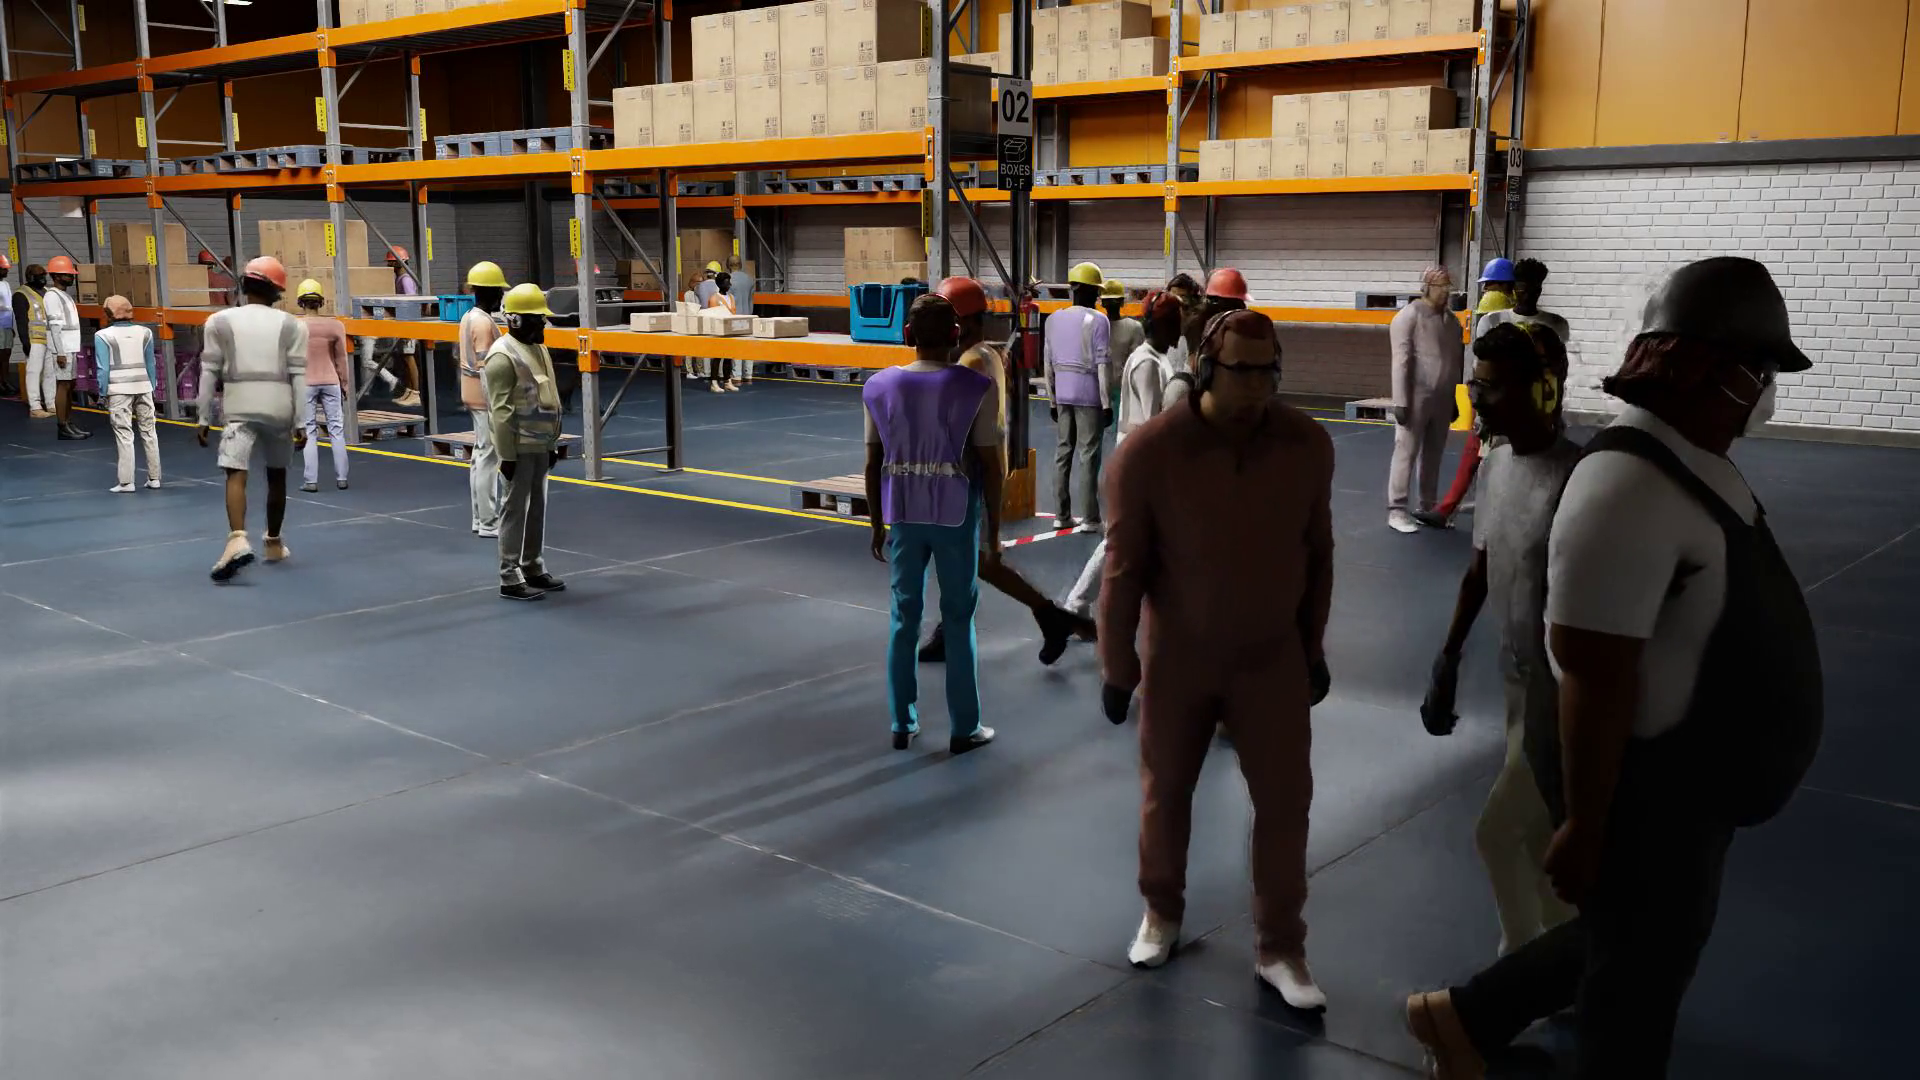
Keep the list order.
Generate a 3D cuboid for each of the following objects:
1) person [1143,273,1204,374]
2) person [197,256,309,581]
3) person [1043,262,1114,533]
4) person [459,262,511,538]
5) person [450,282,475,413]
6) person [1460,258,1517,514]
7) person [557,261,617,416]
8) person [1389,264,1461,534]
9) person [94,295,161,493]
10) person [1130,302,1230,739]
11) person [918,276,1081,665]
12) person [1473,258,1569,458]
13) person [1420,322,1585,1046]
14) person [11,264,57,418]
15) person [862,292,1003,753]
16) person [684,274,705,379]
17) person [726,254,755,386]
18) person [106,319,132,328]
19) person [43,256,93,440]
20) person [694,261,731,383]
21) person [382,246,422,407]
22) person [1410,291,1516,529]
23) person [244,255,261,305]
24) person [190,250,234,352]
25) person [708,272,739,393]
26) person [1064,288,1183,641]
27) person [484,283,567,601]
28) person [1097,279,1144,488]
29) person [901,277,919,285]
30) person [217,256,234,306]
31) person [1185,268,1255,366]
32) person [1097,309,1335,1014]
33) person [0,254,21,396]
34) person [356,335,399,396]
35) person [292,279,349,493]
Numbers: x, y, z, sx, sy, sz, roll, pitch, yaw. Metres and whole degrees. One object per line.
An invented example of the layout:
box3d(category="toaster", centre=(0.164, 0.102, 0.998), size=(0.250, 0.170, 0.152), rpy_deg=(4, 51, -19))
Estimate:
box3d(category="person", centre=(1.374, -0.716, 10.345), size=(0.523, 1.870, 0.317), rpy_deg=(1, 10, 4))
box3d(category="person", centre=(-4.373, -0.769, 10.345), size=(0.684, 1.983, 0.971), rpy_deg=(-4, 11, -22))
box3d(category="person", centre=(0.864, -1.008, 11.870), size=(0.584, 1.919, 0.382), rpy_deg=(9, 14, 43))
box3d(category="person", centre=(-3.298, -0.975, 11.660), size=(0.371, 1.924, 0.594), rpy_deg=(-4, 11, -23))
box3d(category="person", centre=(-5.983, -2.327, 20.243), size=(0.533, 1.604, 0.714), rpy_deg=(-7, 12, -36))
box3d(category="person", centre=(4.012, -1.120, 12.420), size=(0.392, 1.946, 0.616), rpy_deg=(0, 10, 0))
box3d(category="person", centre=(-4.540, -2.439, 20.029), size=(0.712, 1.917, 0.551), rpy_deg=(1, 10, 7))
box3d(category="person", centre=(3.349, -1.005, 11.890), size=(0.651, 1.906, 0.402), rpy_deg=(-7, 12, -34))
box3d(category="person", centre=(-6.893, -1.204, 13.780), size=(0.310, 1.640, 0.514), rpy_deg=(6, 12, 31))
box3d(category="person", centre=(1.034, -0.086, 6.984), size=(0.713, 1.800, 0.505), rpy_deg=(3, 11, 19))
box3d(category="person", centre=(0.143, -0.306, 7.947), size=(0.812, 1.904, 0.535), rpy_deg=(1, 10, 3))
box3d(category="person", centre=(3.639, -0.844, 10.822), size=(0.607, 1.957, 0.392), rpy_deg=(0, 10, 2))
box3d(category="person", centre=(1.416, 0.382, 4.182), size=(0.675, 1.838, 0.602), rpy_deg=(-2, 10, -14))
box3d(category="person", centre=(-11.023, -2.386, 19.960), size=(0.429, 1.837, 0.628), rpy_deg=(2, 10, 9))
box3d(category="person", centre=(-0.108, -0.059, 6.657), size=(0.569, 1.849, 0.384), rpy_deg=(3, 10, 16))
box3d(category="person", centre=(-4.095, -3.320, 25.865), size=(0.277, 1.629, 0.496), rpy_deg=(7, 12, 35))
box3d(category="person", centre=(-3.289, -3.240, 24.526), size=(0.379, 1.937, 0.629), rpy_deg=(8, 13, 37))
box3d(category="person", centre=(-13.862, -3.578, 27.313), size=(0.509, 1.632, 0.267), rpy_deg=(-9, 13, -42))
box3d(category="person", centre=(-9.444, -2.025, 17.606), size=(0.365, 1.935, 0.552), rpy_deg=(-3, 10, -15))
box3d(category="person", centre=(-3.693, -3.273, 25.039), size=(0.587, 1.823, 0.403), rpy_deg=(4, 11, 20))
box3d(category="person", centre=(-7.150, -2.726, 21.297), size=(0.378, 2.041, 0.616), rpy_deg=(-5, 11, -27))
box3d(category="person", centre=(3.698, -0.877, 11.695), size=(0.903, 1.721, 0.527), rpy_deg=(0, 10, 2))
box3d(category="person", centre=(-10.032, -3.123, 23.909), size=(0.466, 1.918, 0.639), rpy_deg=(6, 12, 31))
box3d(category="person", centre=(-10.581, -3.096, 23.534), size=(0.612, 1.997, 0.375), rpy_deg=(-6, 11, -29))
box3d(category="person", centre=(-3.322, -2.903, 23.329), size=(0.320, 1.687, 0.533), rpy_deg=(6, 11, 29))
box3d(category="person", centre=(0.948, -0.354, 8.427), size=(0.984, 1.837, 0.570), rpy_deg=(3, 10, 16))
box3d(category="person", centre=(-2.504, -0.561, 9.613), size=(0.405, 1.824, 0.586), rpy_deg=(2, 10, 10))
box3d(category="person", centre=(1.258, -1.274, 13.818), size=(0.524, 1.769, 0.314), rpy_deg=(2, 10, 10))
box3d(category="person", centre=(-0.491, -2.550, 21.342), size=(0.582, 1.661, 0.549), rpy_deg=(-9, 13, -41))
box3d(category="person", centre=(-12.231, -3.828, 28.016), size=(0.669, 1.883, 0.663), rpy_deg=(-4, 11, -19))
box3d(category="person", centre=(1.617, -0.704, 10.197), size=(0.923, 1.892, 0.589), rpy_deg=(4, 11, 22))
box3d(category="person", centre=(0.711, 0.324, 4.469), size=(0.678, 1.865, 0.747), rpy_deg=(-2, 10, -9))
box3d(category="person", centre=(-13.186, -2.961, 22.937), size=(0.373, 1.934, 0.552), rpy_deg=(-1, 10, -6))
box3d(category="person", centre=(-7.989, -2.744, 22.611), size=(0.634, 1.610, 0.529), rpy_deg=(1, 10, 3))
box3d(category="person", centre=(-5.363, -1.280, 13.849), size=(0.533, 1.767, 0.321), rpy_deg=(-7, 12, -37))
